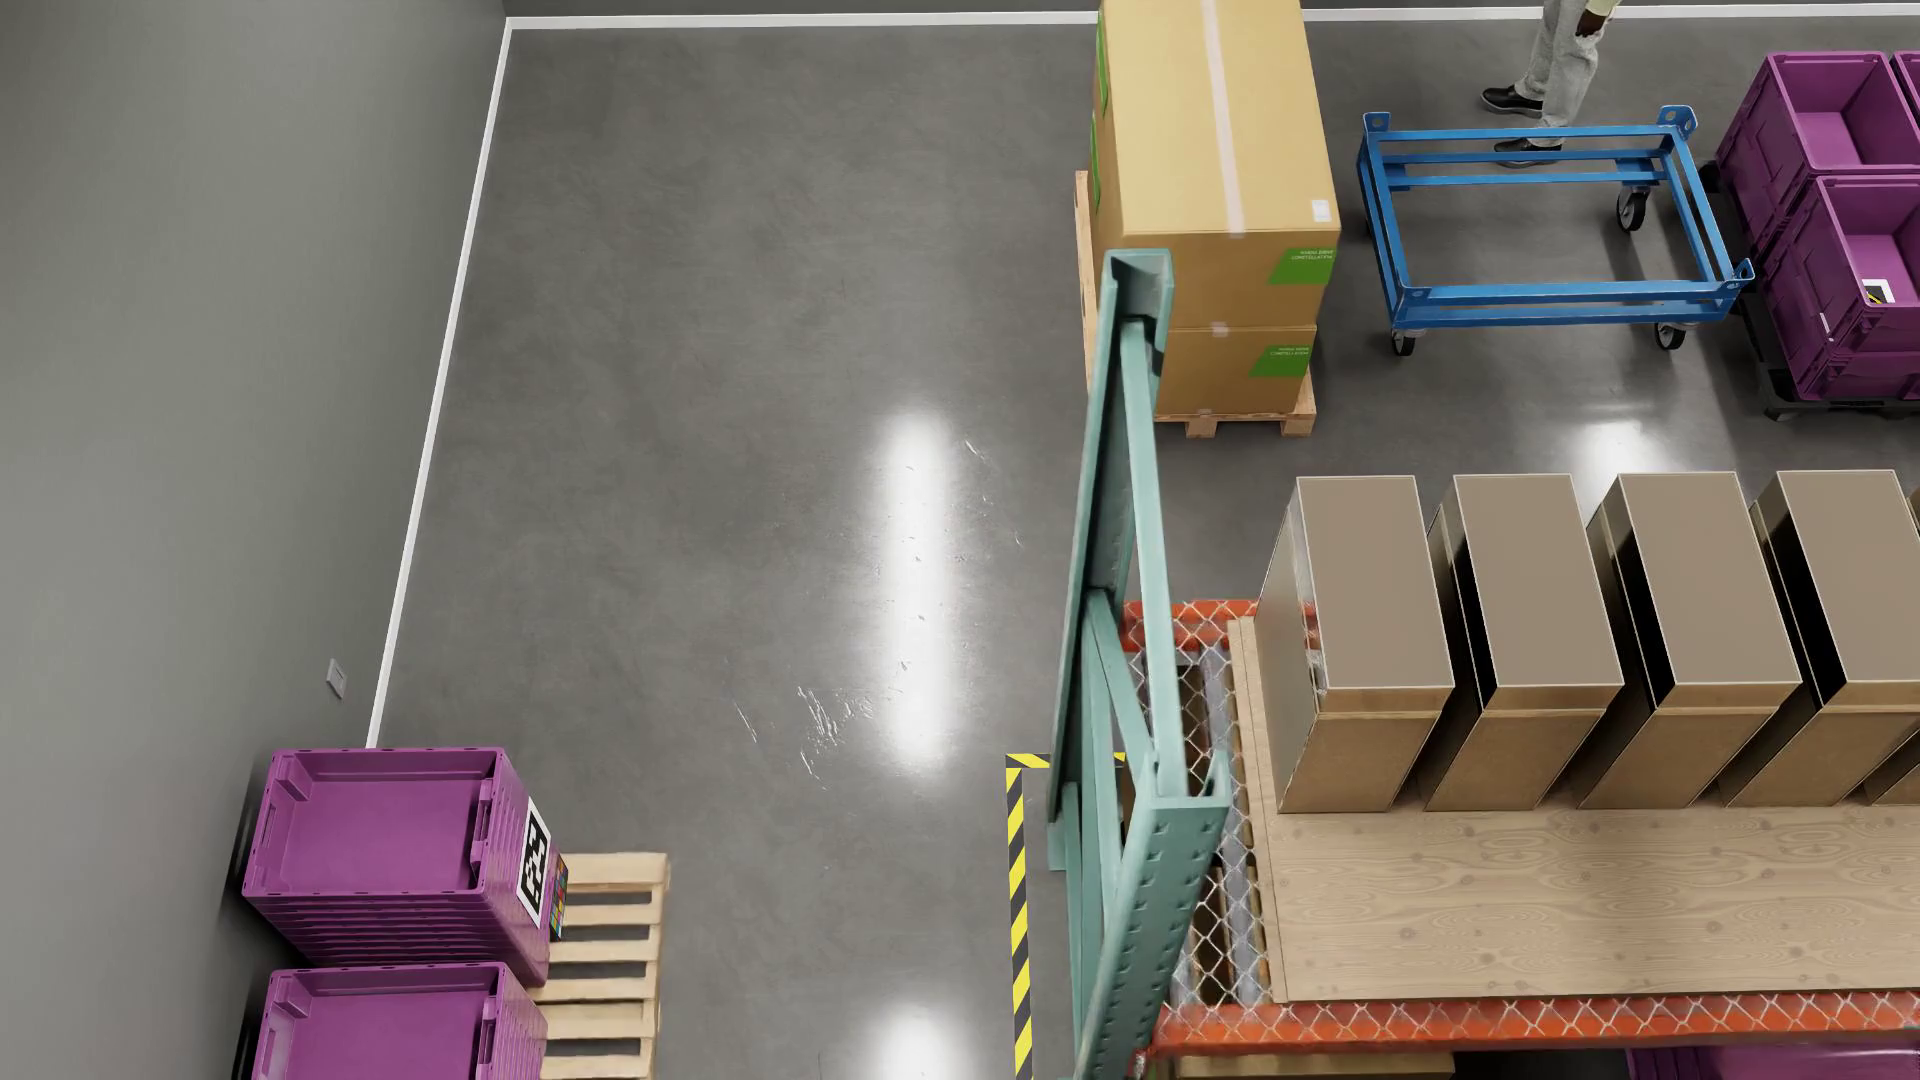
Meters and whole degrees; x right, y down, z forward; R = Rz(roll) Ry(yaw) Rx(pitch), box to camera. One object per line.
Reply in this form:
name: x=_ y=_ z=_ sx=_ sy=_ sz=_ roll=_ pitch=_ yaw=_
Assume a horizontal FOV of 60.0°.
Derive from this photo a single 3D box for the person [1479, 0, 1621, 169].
person: x=2.298 y=-2.149 z=6.080 sx=0.403 sy=1.831 sz=0.597 roll=3 pitch=58 yaw=2
